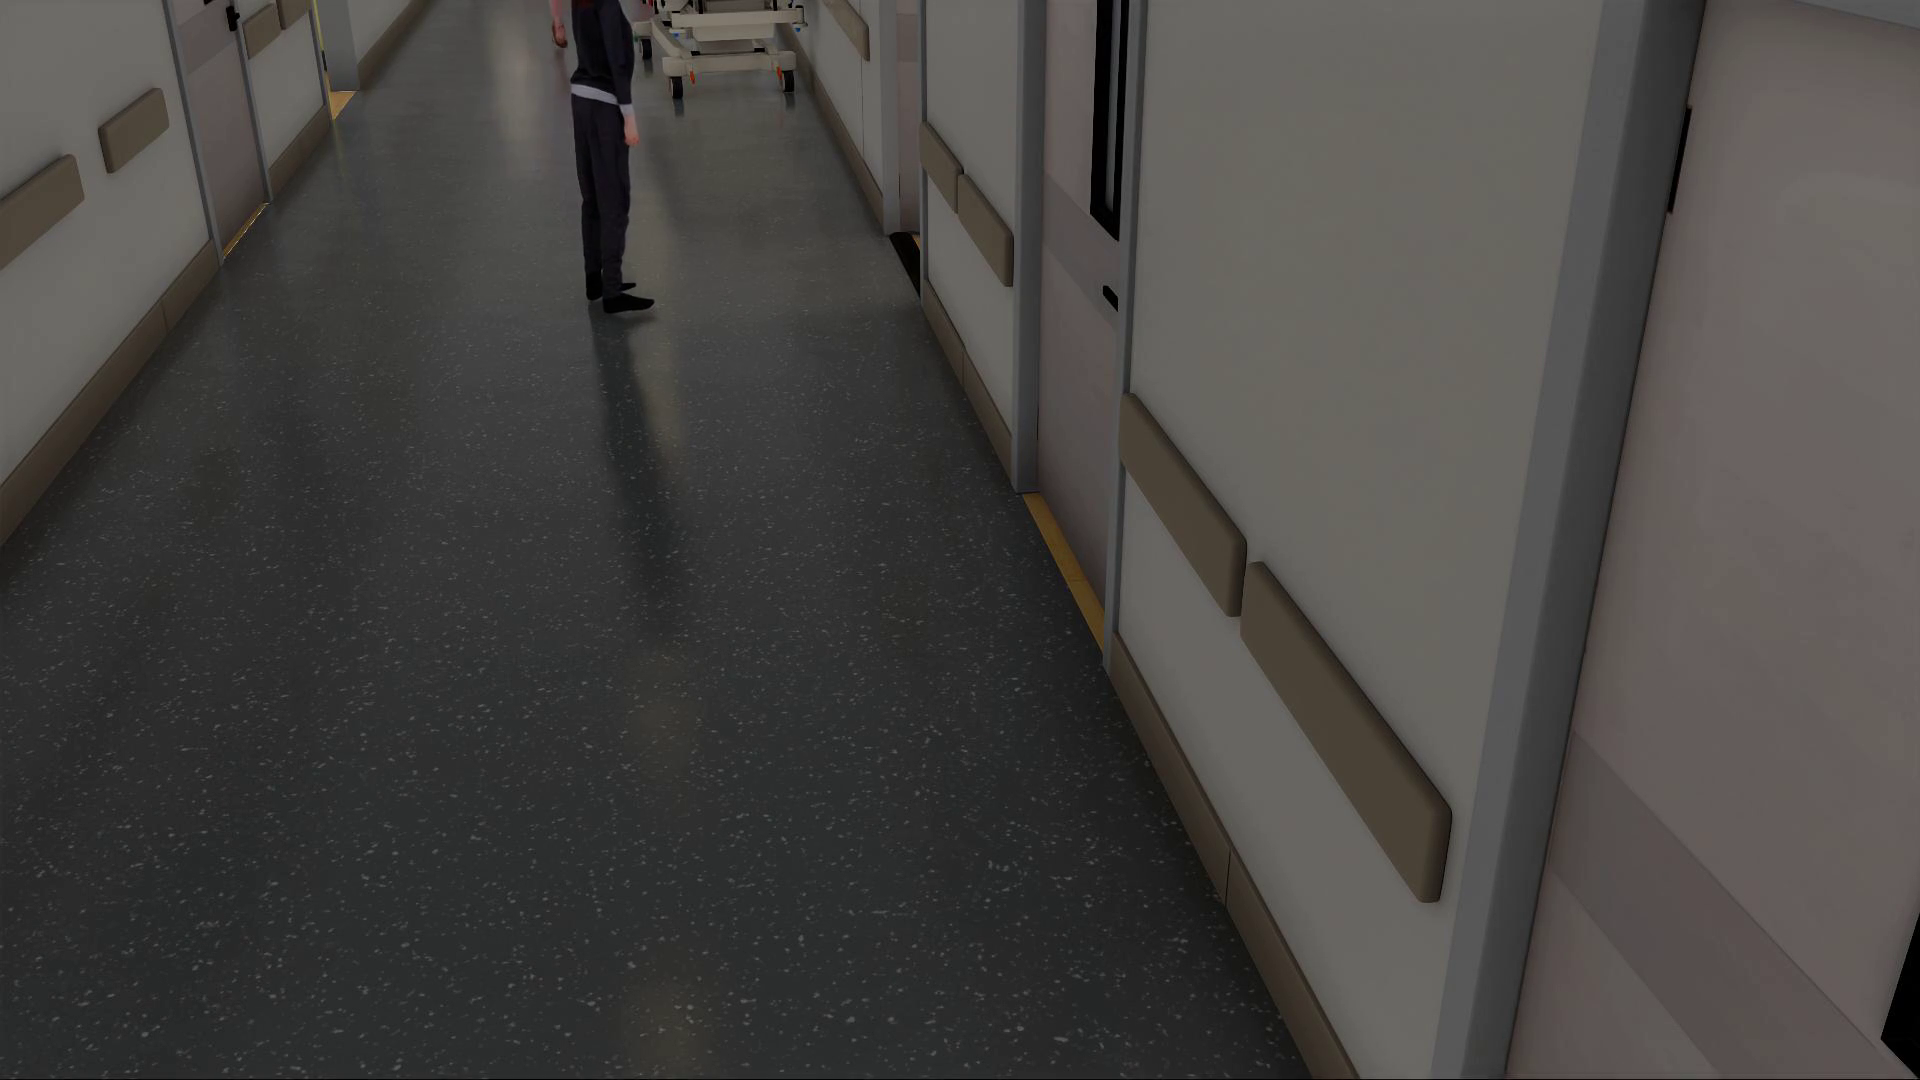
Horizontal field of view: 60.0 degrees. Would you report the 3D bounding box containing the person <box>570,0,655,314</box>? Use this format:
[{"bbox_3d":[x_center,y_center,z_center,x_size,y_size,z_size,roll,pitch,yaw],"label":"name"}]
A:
[{"bbox_3d":[-1.641,-1.936,7.626,0.597,1.775,0.625,-13,28,-24],"label":"person"}]
